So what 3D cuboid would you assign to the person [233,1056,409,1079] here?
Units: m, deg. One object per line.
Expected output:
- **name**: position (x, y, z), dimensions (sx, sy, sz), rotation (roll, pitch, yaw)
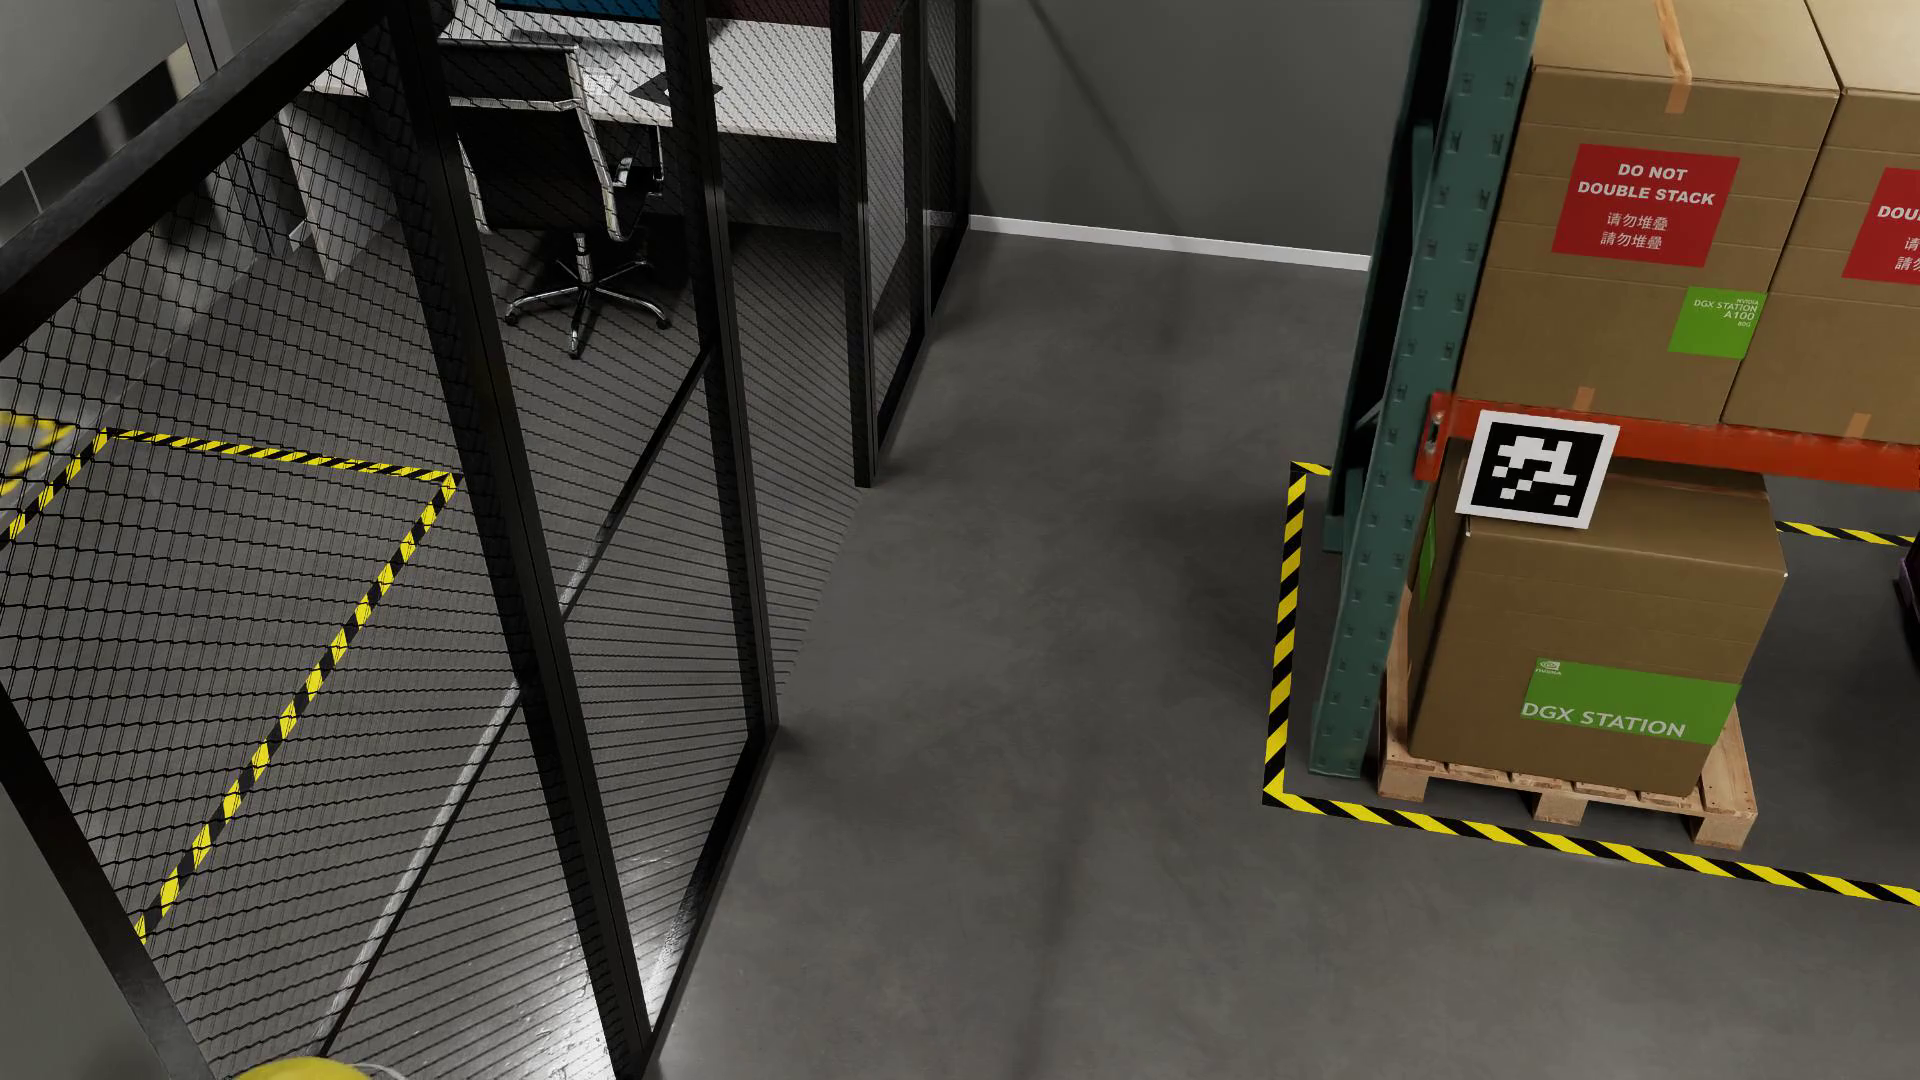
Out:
- **person**: position (-0.669, 1.226, 2.165), dimensions (0.587, 1.835, 0.404), rotation (13, 43, 15)
